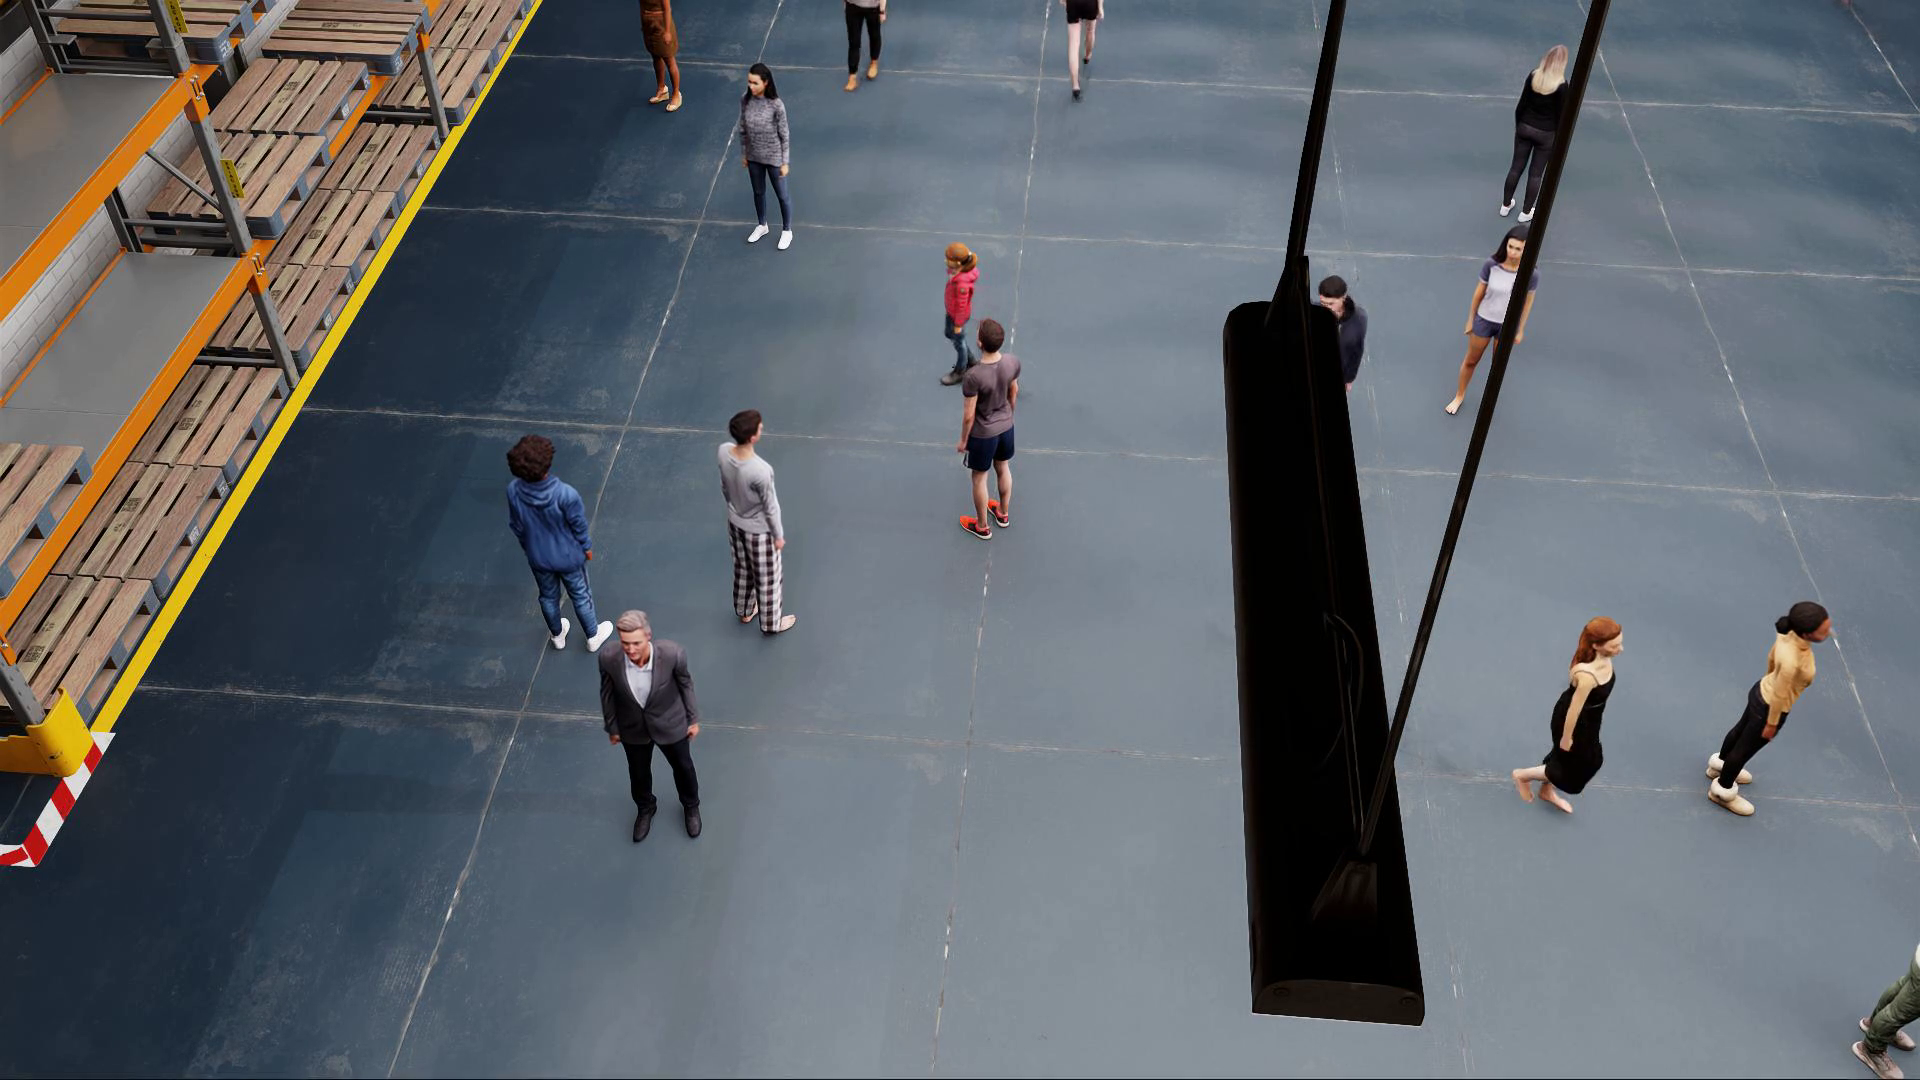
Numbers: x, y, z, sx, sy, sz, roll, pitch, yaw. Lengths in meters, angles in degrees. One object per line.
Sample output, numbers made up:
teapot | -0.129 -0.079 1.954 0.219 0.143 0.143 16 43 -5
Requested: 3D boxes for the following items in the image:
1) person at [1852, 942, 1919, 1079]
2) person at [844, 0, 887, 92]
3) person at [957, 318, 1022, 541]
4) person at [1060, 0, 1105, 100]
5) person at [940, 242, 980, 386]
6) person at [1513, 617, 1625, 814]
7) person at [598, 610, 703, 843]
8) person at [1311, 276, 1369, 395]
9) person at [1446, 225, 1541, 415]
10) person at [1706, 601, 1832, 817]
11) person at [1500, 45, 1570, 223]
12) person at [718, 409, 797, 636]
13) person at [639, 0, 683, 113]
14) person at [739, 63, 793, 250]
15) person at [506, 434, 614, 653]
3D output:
person | 5.160 2.245 8.782 0.713 1.654 0.626 29 51 27
person | -0.937 -5.464 16.844 0.691 1.696 1.029 8 44 8
person | 0.213 -0.783 11.817 0.718 1.853 0.771 -29 51 -27
person | 1.203 -5.274 16.579 0.648 1.786 1.140 6 44 6
person | 0.012 -1.808 13.283 0.646 1.314 0.571 -7 44 -7
person | 3.649 1.045 10.067 0.802 1.619 0.756 26 50 25
person | -1.826 1.084 9.865 0.766 1.841 0.657 -4 44 -4
person | 2.679 -1.264 12.319 0.677 1.856 0.799 -4 44 -4
person | 4.148 -1.676 12.841 0.643 1.733 0.598 17 46 17
person | 4.905 0.985 10.101 0.717 1.659 0.584 15 46 15
person | 5.179 -3.650 14.947 0.695 1.686 0.725 32 52 29
person | -1.386 -0.113 11.118 0.712 1.847 0.740 31 52 28
person | -2.974 -5.059 16.424 0.639 1.690 0.684 34 53 30
person | -1.701 -3.392 14.643 0.670 1.733 0.624 16 46 16
person | -2.675 0.042 10.981 0.674 1.811 0.569 5 44 6
